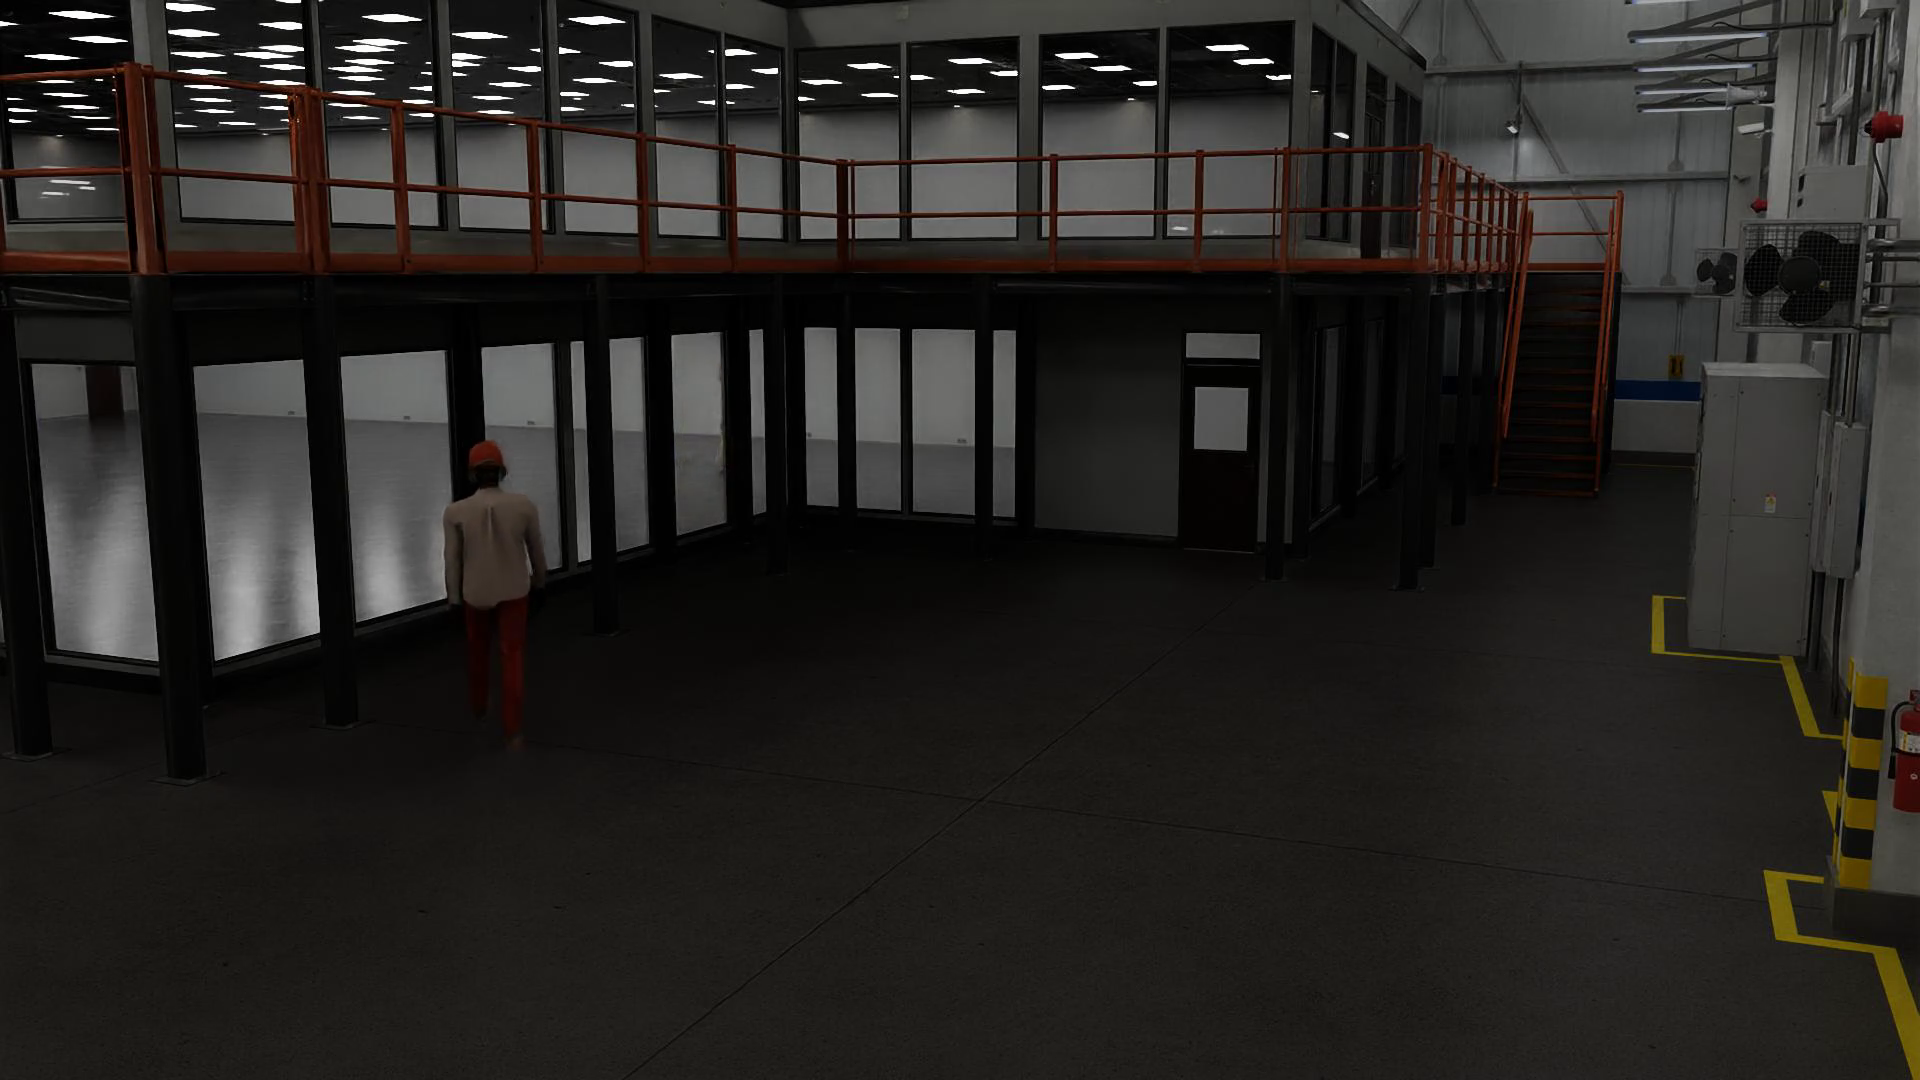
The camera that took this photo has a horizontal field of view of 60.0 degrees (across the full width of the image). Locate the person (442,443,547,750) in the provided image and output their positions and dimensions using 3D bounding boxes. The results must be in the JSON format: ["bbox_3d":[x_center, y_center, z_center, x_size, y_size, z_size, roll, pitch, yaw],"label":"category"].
[{"bbox_3d":[-3.035,0.333,10.905,0.638,1.938,1.025,-2,10,-15],"label":"person"}]
